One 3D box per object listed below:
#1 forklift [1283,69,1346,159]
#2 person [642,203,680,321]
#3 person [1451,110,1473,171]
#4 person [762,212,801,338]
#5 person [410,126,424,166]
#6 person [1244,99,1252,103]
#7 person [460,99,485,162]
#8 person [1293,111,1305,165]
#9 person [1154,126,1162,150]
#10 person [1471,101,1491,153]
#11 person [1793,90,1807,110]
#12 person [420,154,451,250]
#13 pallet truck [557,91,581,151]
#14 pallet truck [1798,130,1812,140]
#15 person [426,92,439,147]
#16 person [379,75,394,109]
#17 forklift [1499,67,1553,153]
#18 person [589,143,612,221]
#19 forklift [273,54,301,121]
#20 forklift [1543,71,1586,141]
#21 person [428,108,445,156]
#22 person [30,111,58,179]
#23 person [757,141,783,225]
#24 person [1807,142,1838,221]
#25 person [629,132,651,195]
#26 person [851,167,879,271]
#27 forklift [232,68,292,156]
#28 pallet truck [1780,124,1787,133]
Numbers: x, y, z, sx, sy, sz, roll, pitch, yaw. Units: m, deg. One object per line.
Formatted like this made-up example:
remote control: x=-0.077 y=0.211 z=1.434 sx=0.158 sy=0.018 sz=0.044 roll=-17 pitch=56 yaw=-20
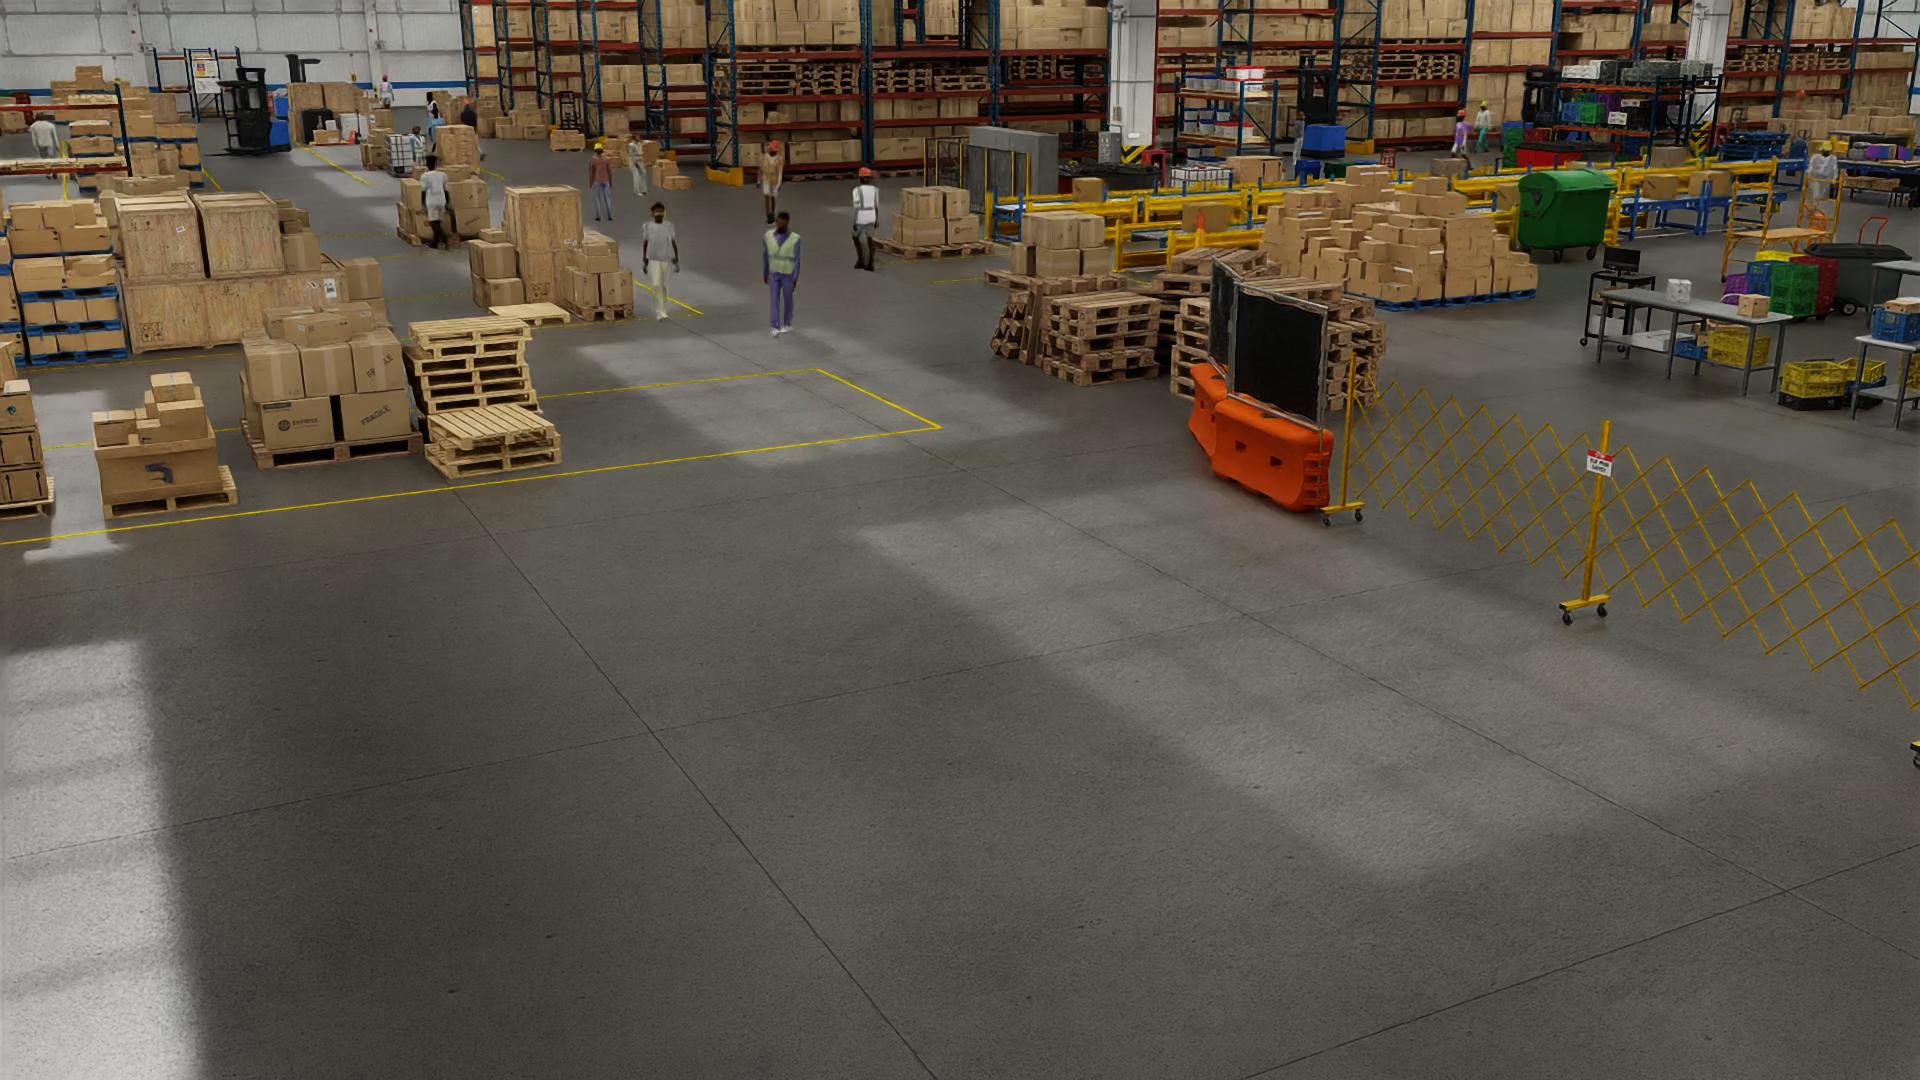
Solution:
forklift: x=11.615 y=-13.871 z=54.079 sx=1.129 sy=2.768 sz=1.873 roll=-9 pitch=20 yaw=-27
person: x=-4.670 y=-4.340 z=26.051 sx=0.560 sy=1.829 sz=0.917 roll=-6 pitch=19 yaw=-18
person: x=14.702 y=-11.654 z=48.763 sx=1.006 sy=1.894 sz=0.554 roll=-7 pitch=19 yaw=-22
person: x=-2.667 y=-3.967 z=24.842 sx=0.618 sy=1.861 sz=0.950 roll=2 pitch=18 yaw=6
person: x=-14.912 y=-10.552 z=45.737 sx=0.315 sy=1.636 sz=0.515 roll=4 pitch=18 yaw=12
person: x=11.213 y=-16.821 z=65.212 sx=0.568 sy=1.684 sz=0.538 roll=-8 pitch=20 yaw=-24
person: x=-15.598 y=-13.053 z=53.006 sx=0.896 sy=1.961 sz=0.628 roll=13 pitch=22 yaw=35
person: x=10.615 y=-12.559 z=51.992 sx=0.272 sy=1.635 sz=0.507 roll=15 pitch=23 yaw=40
person: x=5.347 y=-10.598 z=45.901 sx=0.422 sy=1.618 sz=0.518 roll=-13 pitch=22 yaw=-35
person: x=17.617 y=-13.926 z=56.119 sx=0.935 sy=1.717 sz=0.540 roll=-10 pitch=21 yaw=-29
person: x=29.344 y=-14.799 z=58.449 sx=0.851 sy=1.967 sz=0.624 roll=11 pitch=21 yaw=30
person: x=-10.558 y=-6.800 z=33.547 sx=0.774 sy=1.941 sz=0.615 roll=14 pitch=22 yaw=36
pallet truck: x=-13.495 y=-14.412 z=57.188 sx=0.823 sy=1.965 sz=1.885 roll=-3 pitch=18 yaw=-9
pallet truck: x=25.526 y=-11.556 z=49.408 sx=1.630 sy=1.274 sz=0.653 roll=-9 pitch=20 yaw=-26
person: x=-18.551 y=-14.821 z=58.605 sx=0.390 sy=1.912 sz=0.589 roll=-12 pitch=22 yaw=-34
person: x=-25.364 y=-19.617 z=73.606 sx=0.569 sy=1.880 sz=1.011 roll=-3 pitch=18 yaw=-9
forklift: x=19.126 y=-14.294 z=55.397 sx=1.873 sy=2.768 sz=1.129 roll=-9 pitch=20 yaw=-26
person: x=-8.293 y=-8.264 z=38.396 sx=0.533 sy=1.767 sz=0.326 roll=-8 pitch=19 yaw=-22
forklift: x=-28.190 y=-19.170 z=70.600 sx=1.873 sy=2.768 sz=1.129 roll=-9 pitch=20 yaw=-26
forklift: x=18.685 y=-13.231 z=52.085 sx=1.873 sy=2.768 sz=1.129 roll=-9 pitch=20 yaw=-26
person: x=-16.742 y=-12.975 z=53.223 sx=0.537 sy=1.685 sz=0.566 roll=-11 pitch=21 yaw=-32
person: x=-26.091 y=-11.242 z=47.456 sx=0.636 sy=1.915 sz=0.628 roll=-10 pitch=20 yaw=-29
person: x=-4.321 y=-8.113 z=37.766 sx=0.616 sy=1.860 sz=0.974 roll=-1 pitch=18 yaw=-4
person: x=19.915 y=-8.276 z=38.388 sx=0.605 sy=1.783 sz=0.903 roll=1 pitch=18 yaw=3
person: x=-8.423 y=-9.856 z=43.583 sx=0.417 sy=1.630 sz=0.530 roll=9 pitch=20 yaw=27
person: x=-1.802 y=-5.999 z=31.088 sx=0.584 sy=1.913 sz=0.629 roll=-12 pitch=21 yaw=-32
forklift: x=-23.426 y=-14.270 z=55.322 sx=1.129 sy=2.768 sz=1.873 roll=6 pitch=19 yaw=18
pallet truck: x=25.206 y=-12.542 z=52.601 sx=1.601 sy=1.201 sz=0.680 roll=0 pitch=18 yaw=-2
